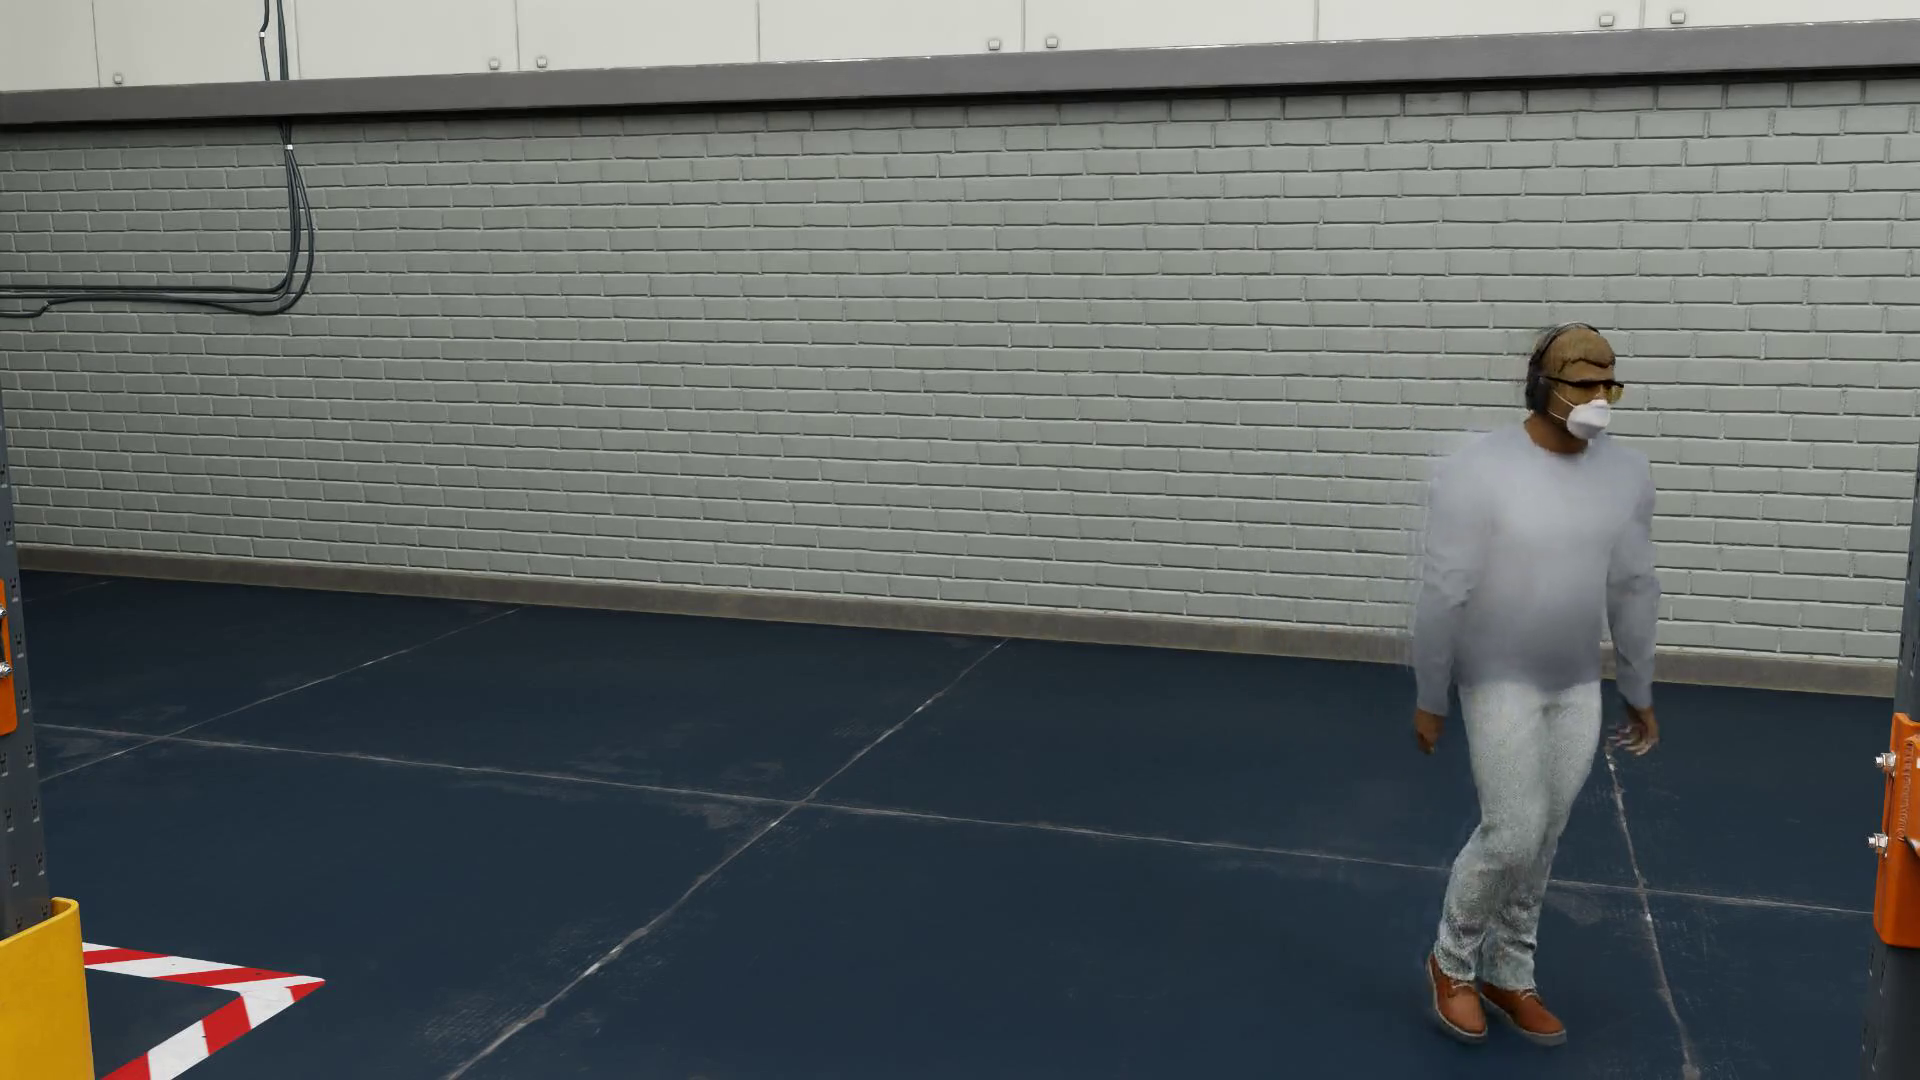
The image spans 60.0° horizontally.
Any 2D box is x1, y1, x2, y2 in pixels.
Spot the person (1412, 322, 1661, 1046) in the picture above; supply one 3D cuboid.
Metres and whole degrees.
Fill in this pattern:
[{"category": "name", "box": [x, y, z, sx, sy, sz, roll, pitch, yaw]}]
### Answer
[{"category": "person", "box": [1.504, 0.393, 4.354, 0.649, 1.920, 0.420, -4, 10, -22]}]
